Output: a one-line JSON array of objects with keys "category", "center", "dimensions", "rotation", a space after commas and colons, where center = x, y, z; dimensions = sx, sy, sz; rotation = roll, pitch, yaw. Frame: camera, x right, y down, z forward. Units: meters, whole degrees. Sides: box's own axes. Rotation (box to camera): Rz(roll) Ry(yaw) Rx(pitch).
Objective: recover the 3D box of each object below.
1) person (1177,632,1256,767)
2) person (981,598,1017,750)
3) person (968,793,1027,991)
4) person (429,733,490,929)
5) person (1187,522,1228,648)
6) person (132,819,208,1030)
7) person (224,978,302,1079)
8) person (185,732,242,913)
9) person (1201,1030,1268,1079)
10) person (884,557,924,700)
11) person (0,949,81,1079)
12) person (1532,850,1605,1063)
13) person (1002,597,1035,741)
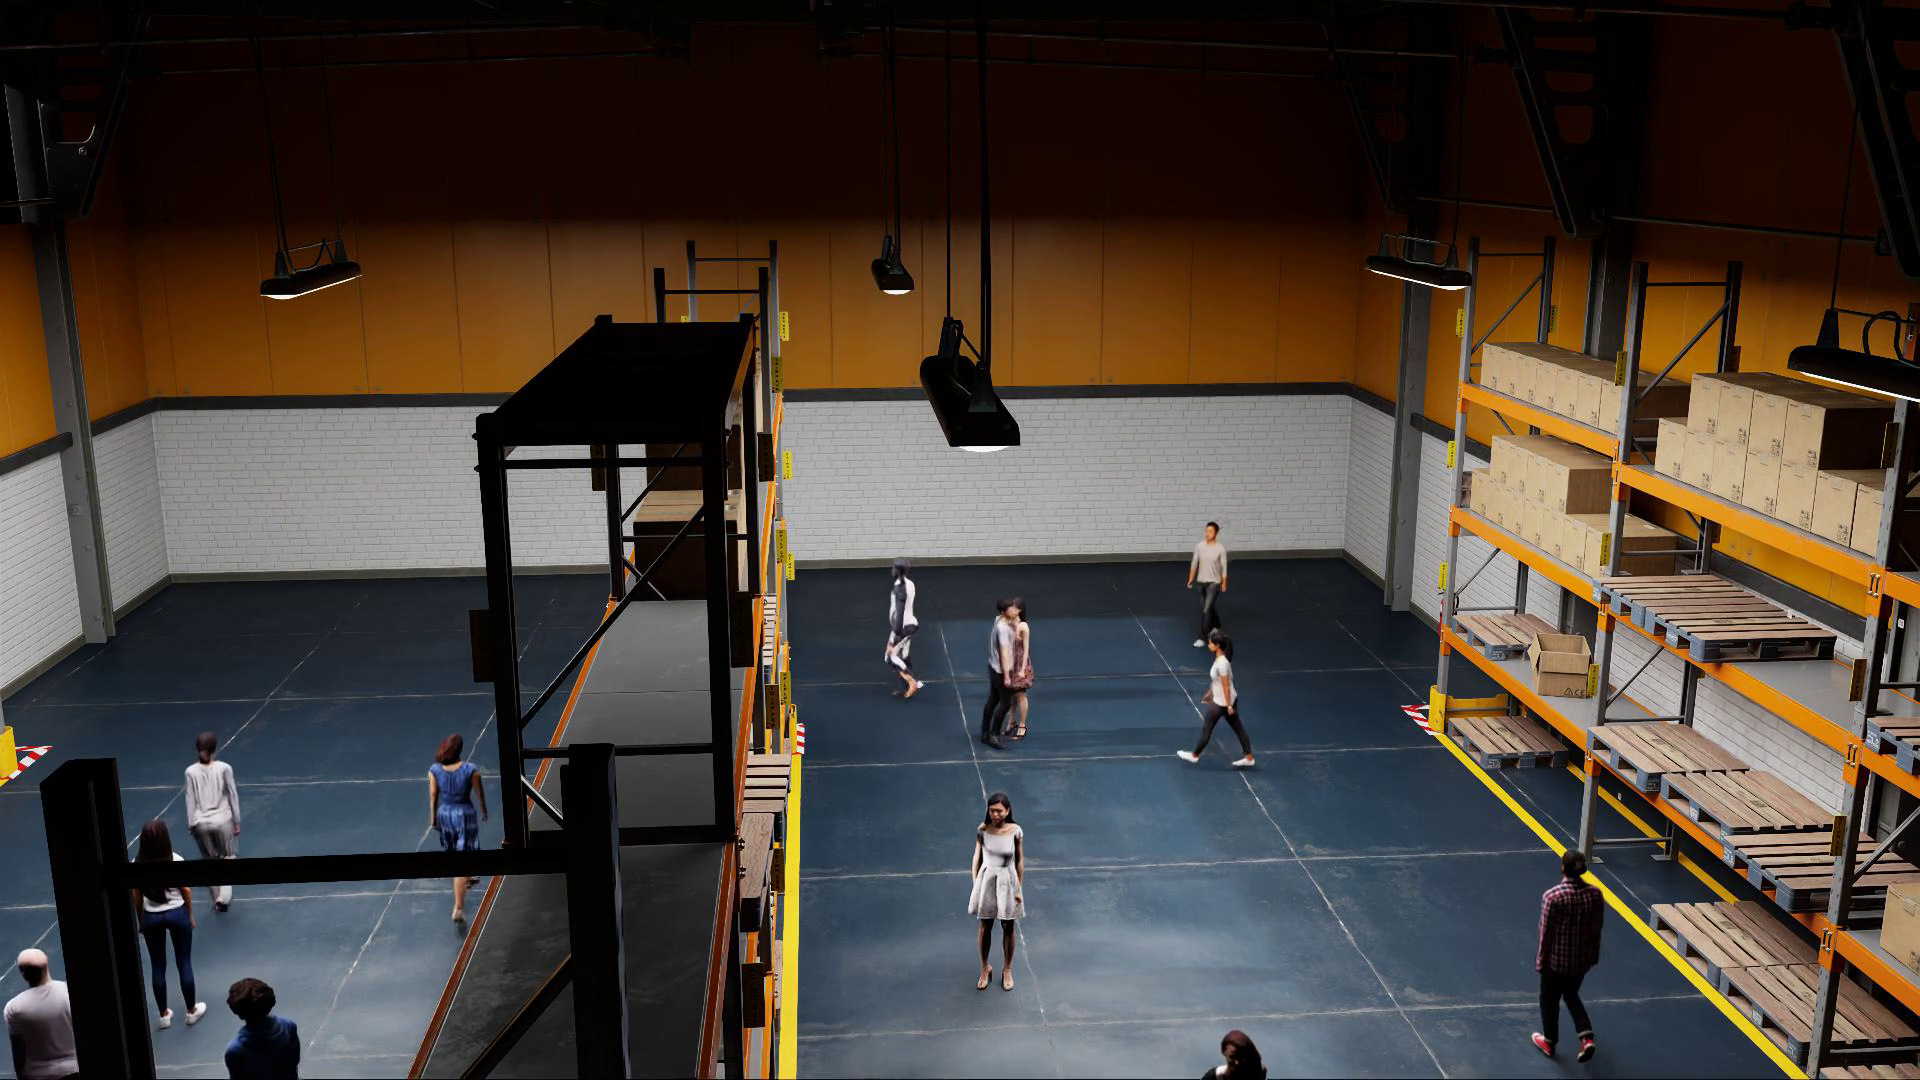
[{"category": "person", "center": [3.131, 1.880, 19.100], "dimensions": [0.883, 1.586, 1.111], "rotation": [4, 14, 14]}, {"category": "person", "center": [0.465, 1.567, 19.870], "dimensions": [0.773, 1.830, 0.552], "rotation": [-5, 14, -19]}, {"category": "person", "center": [0.325, 2.985, 14.136], "dimensions": [0.703, 1.774, 0.699], "rotation": [2, 14, 7]}, {"category": "person", "center": [-4.638, 2.713, 15.334], "dimensions": [0.739, 1.738, 1.219], "rotation": [1, 14, 3]}, {"category": "person", "center": [3.625, 0.611, 23.932], "dimensions": [1.100, 1.777, 1.190], "rotation": [10, 17, 35]}, {"category": "person", "center": [-6.482, 3.121, 13.572], "dimensions": [0.613, 1.774, 0.544], "rotation": [-3, 14, -11]}, {"category": "person", "center": [-4.484, 3.763, 10.928], "dimensions": [1.091, 1.772, 1.232], "rotation": [-12, 18, -40]}, {"category": "person", "center": [-6.947, 2.678, 15.436], "dimensions": [0.678, 1.759, 0.807], "rotation": [-3, 14, -14]}, {"category": "person", "center": [1.689, 3.866, 10.513], "dimensions": [0.638, 1.766, 0.998], "rotation": [-1, 14, -2]}, {"category": "person", "center": [-0.659, 1.161, 21.438], "dimensions": [0.874, 1.883, 0.776], "rotation": [3, 14, 12]}, {"category": "person", "center": [-6.096, 3.673, 11.273], "dimensions": [1.043, 1.785, 1.344], "rotation": [-7, 15, -28]}, {"category": "person", "center": [4.764, 3.281, 12.975], "dimensions": [0.747, 1.745, 0.893], "rotation": [-3, 14, -12]}, {"category": "person", "center": [0.673, 1.542, 20.095], "dimensions": [0.855, 1.774, 0.774], "rotation": [-10, 17, -35]}]
